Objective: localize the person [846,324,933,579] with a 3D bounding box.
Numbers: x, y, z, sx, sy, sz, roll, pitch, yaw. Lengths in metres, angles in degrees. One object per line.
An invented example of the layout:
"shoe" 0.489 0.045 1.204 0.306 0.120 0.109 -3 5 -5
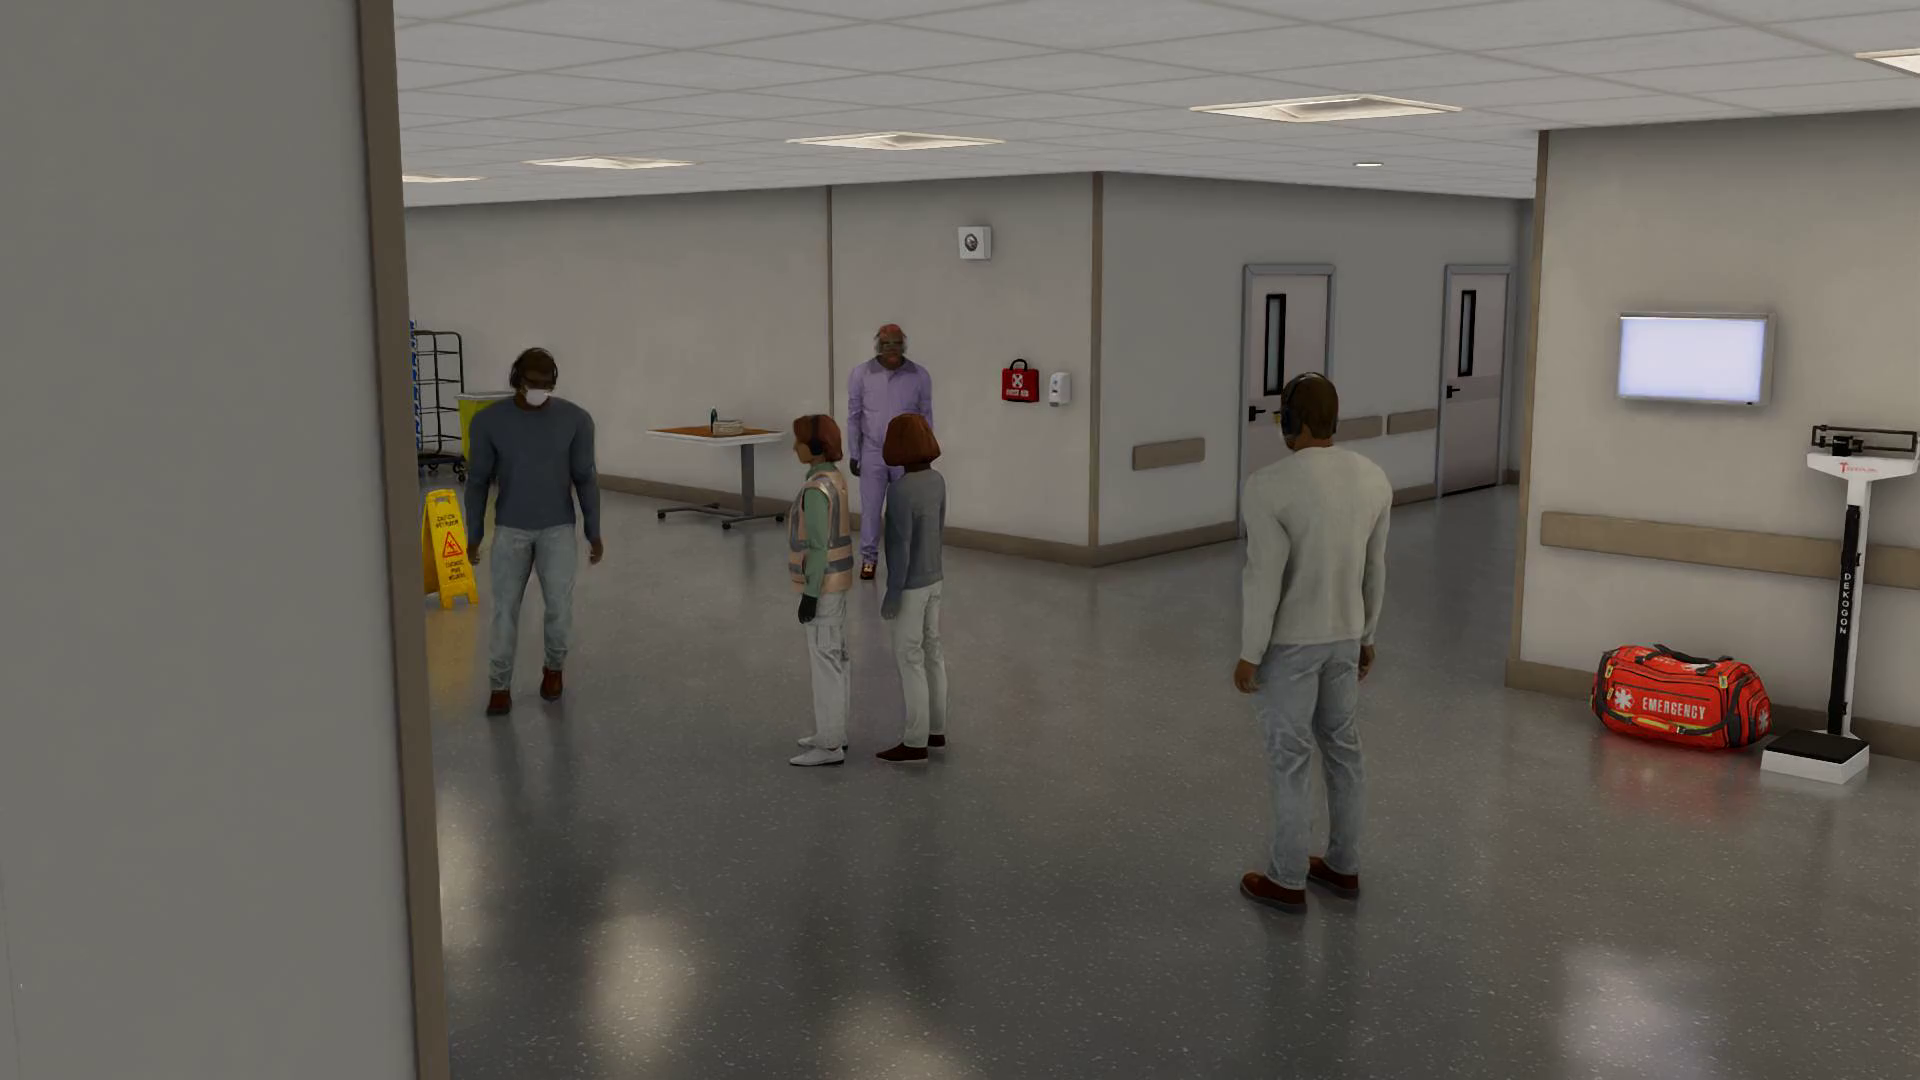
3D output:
"person" -0.519 -0.648 12.334 0.648 1.899 0.397 -1 9 -6

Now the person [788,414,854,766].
"person" -0.643 0.229 7.741 0.307 1.638 0.513 1 9 3

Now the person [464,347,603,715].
"person" -2.210 -0.058 8.660 0.687 1.916 0.491 -2 10 -14

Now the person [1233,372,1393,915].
"person" 1.254 0.368 5.970 0.635 1.936 0.356 -5 11 -29

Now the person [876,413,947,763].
"person" -0.222 0.224 7.780 0.272 1.632 0.507 4 10 23
